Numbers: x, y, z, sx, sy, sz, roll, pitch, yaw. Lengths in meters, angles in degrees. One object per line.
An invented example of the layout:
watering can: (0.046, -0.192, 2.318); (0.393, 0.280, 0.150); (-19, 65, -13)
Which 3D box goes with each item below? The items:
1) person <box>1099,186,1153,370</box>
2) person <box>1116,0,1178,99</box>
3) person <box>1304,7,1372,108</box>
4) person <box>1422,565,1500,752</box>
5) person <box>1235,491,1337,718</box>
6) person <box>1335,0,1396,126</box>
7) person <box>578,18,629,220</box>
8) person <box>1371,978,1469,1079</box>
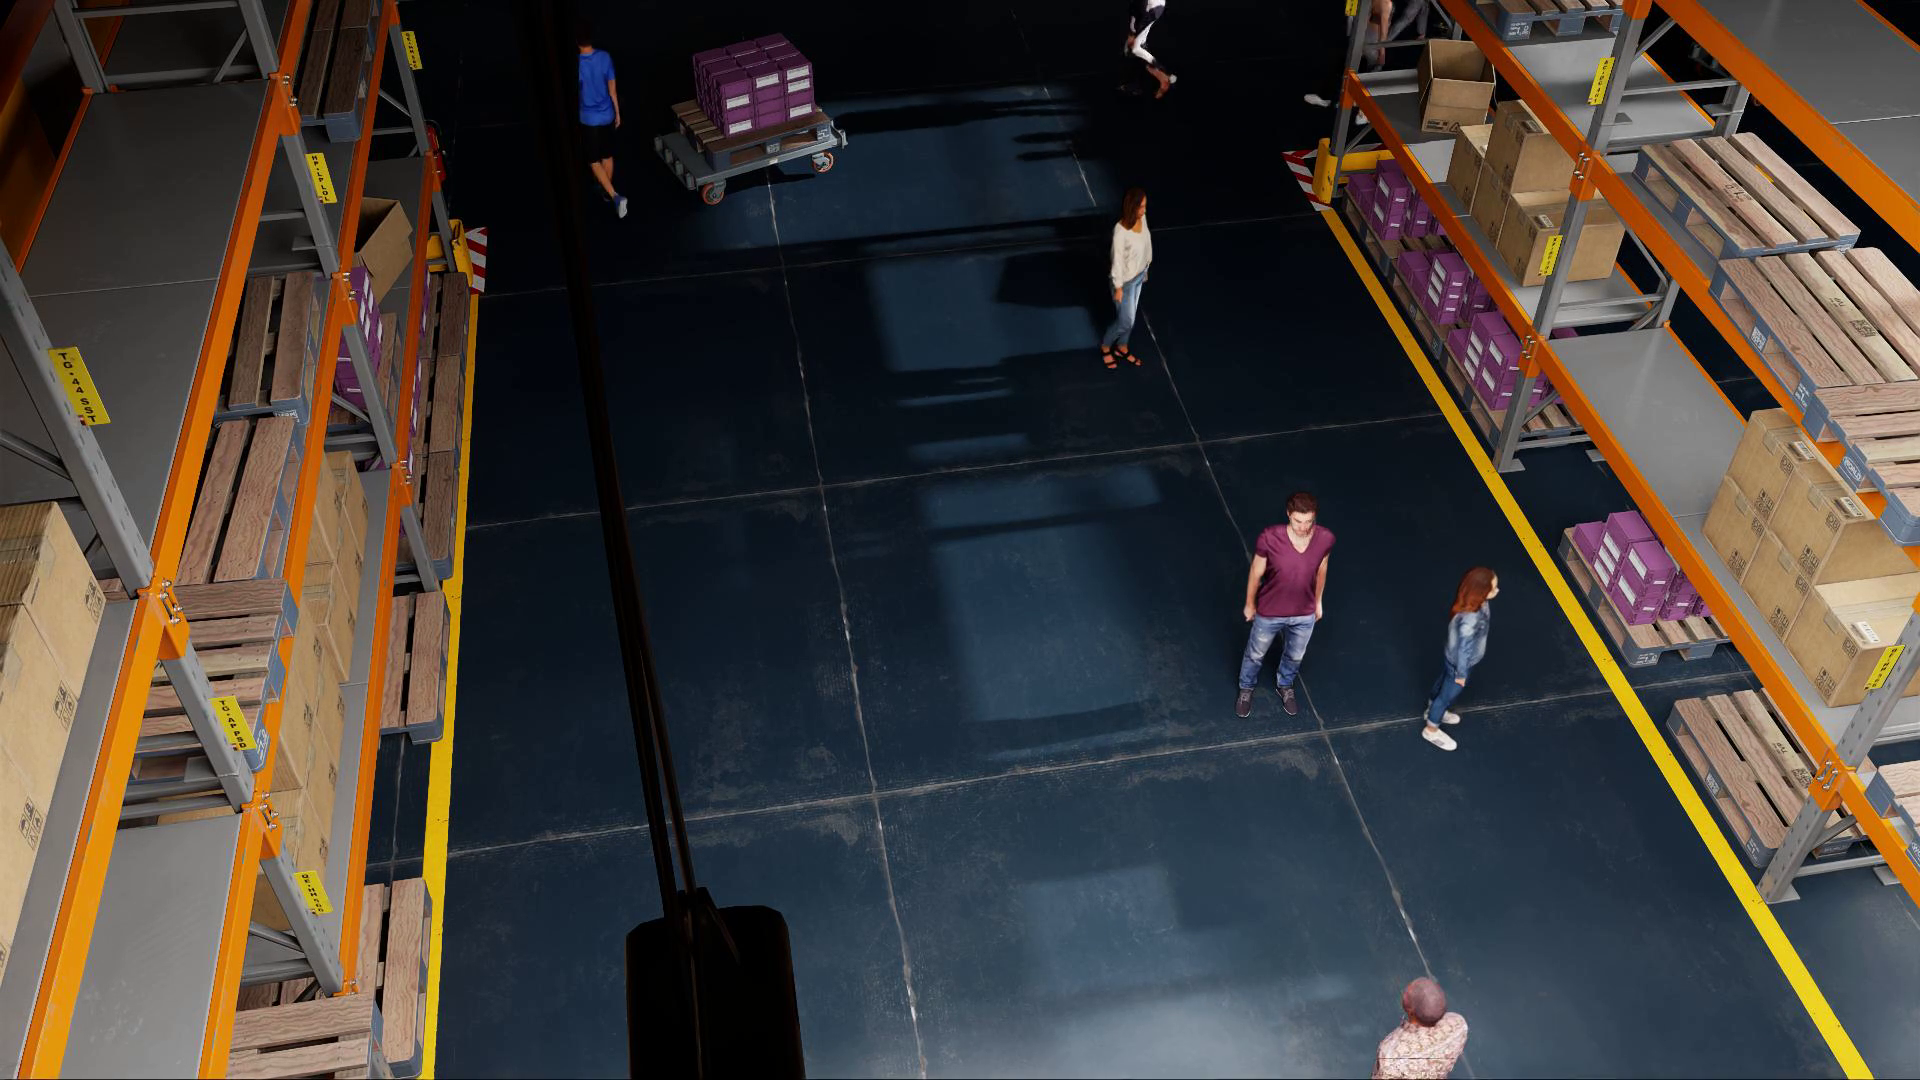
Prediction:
person: (1.323, -2.116, 13.342); (0.775, 1.677, 0.706); (24, 49, 23)
person: (1.917, -5.224, 16.457); (0.969, 1.879, 0.957); (12, 45, 12)
person: (4.022, -4.978, 16.355); (1.006, 1.665, 1.002); (16, 46, 16)
person: (3.161, 0.714, 10.517); (0.699, 1.476, 0.579); (12, 45, 13)
person: (2.069, 0.397, 10.576); (0.688, 1.853, 0.585); (-2, 44, -2)
person: (3.928, -4.789, 16.138); (0.632, 1.690, 0.649); (-6, 44, -6)
person: (-3.229, -3.741, 14.925); (0.899, 1.846, 1.188); (-23, 48, -22)
person: (2.208, 2.824, 8.083); (0.847, 1.778, 1.057); (-19, 47, -19)
